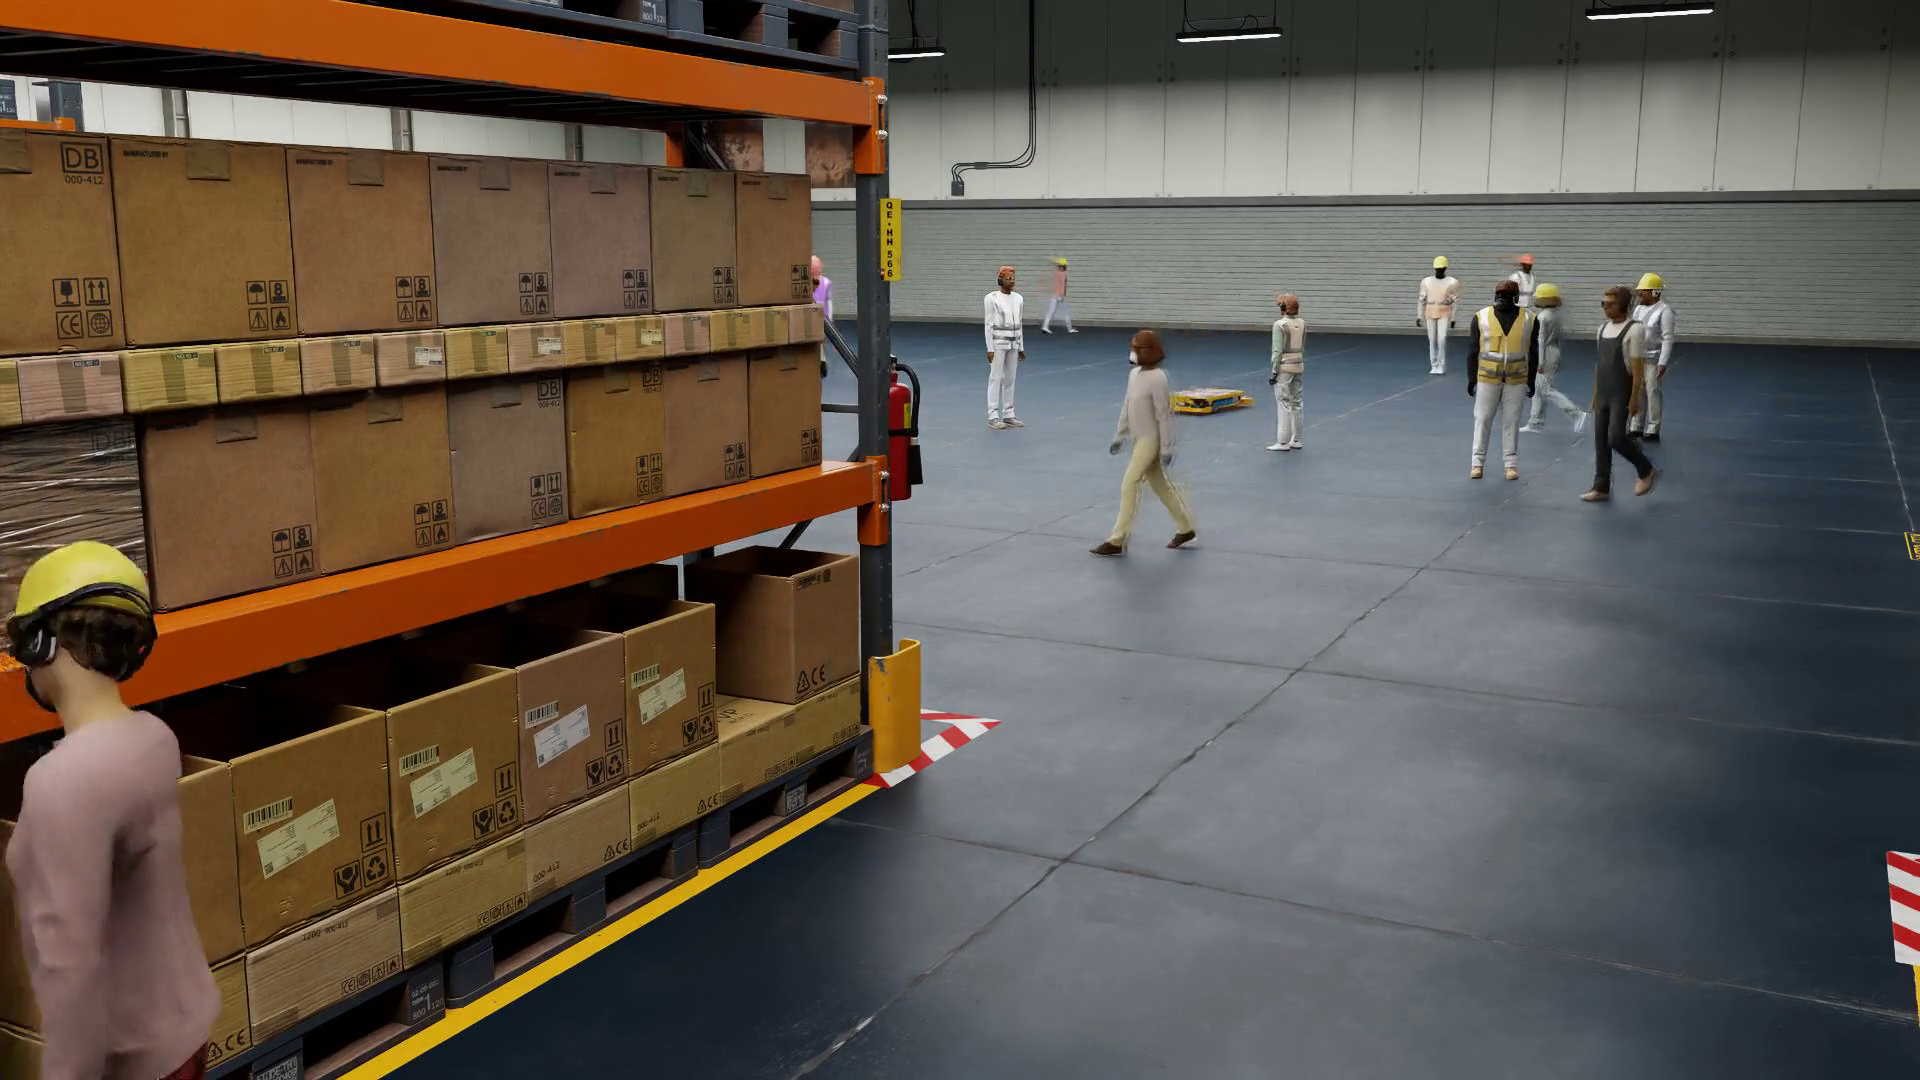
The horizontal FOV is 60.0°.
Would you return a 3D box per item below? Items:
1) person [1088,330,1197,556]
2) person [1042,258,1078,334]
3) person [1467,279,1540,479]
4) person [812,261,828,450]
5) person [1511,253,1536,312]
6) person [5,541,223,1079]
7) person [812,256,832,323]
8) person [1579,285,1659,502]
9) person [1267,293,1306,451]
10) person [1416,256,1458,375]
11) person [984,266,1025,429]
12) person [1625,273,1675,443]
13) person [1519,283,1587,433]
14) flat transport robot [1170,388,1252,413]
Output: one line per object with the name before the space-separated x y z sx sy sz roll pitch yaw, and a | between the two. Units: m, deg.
person | 1.333 -0.690 11.744 0.862 1.592 0.501 -2 11 -13
person | 2.262 -5.576 38.035 0.916 1.719 0.530 -5 12 -27
person | 4.994 -1.472 15.323 0.630 1.839 0.429 2 11 13
person | -1.550 -1.890 17.214 0.490 1.978 0.663 -5 11 -25
person | 10.565 -4.453 31.397 0.550 1.916 0.770 -5 11 -23
person | -1.407 0.872 2.874 0.367 1.723 0.625 -3 11 -14
person | -2.368 -3.560 26.535 0.570 1.896 0.930 -4 11 -23
person | 5.555 -1.219 13.966 0.561 1.834 0.508 -3 11 -17
person | 3.413 -1.743 17.341 0.515 1.640 0.314 -9 14 -42
person | 7.653 -3.595 26.743 0.598 1.897 0.813 6 12 28
person | 0.530 -2.244 19.414 0.574 1.883 0.356 -9 14 -41
person | 7.452 -1.968 18.047 0.404 1.830 0.601 -3 11 -14
person | 6.699 -2.026 18.705 0.757 1.716 0.493 9 14 39
flat transport robot | 3.146 -1.802 21.398 0.652 0.197 1.431 7 13 35
